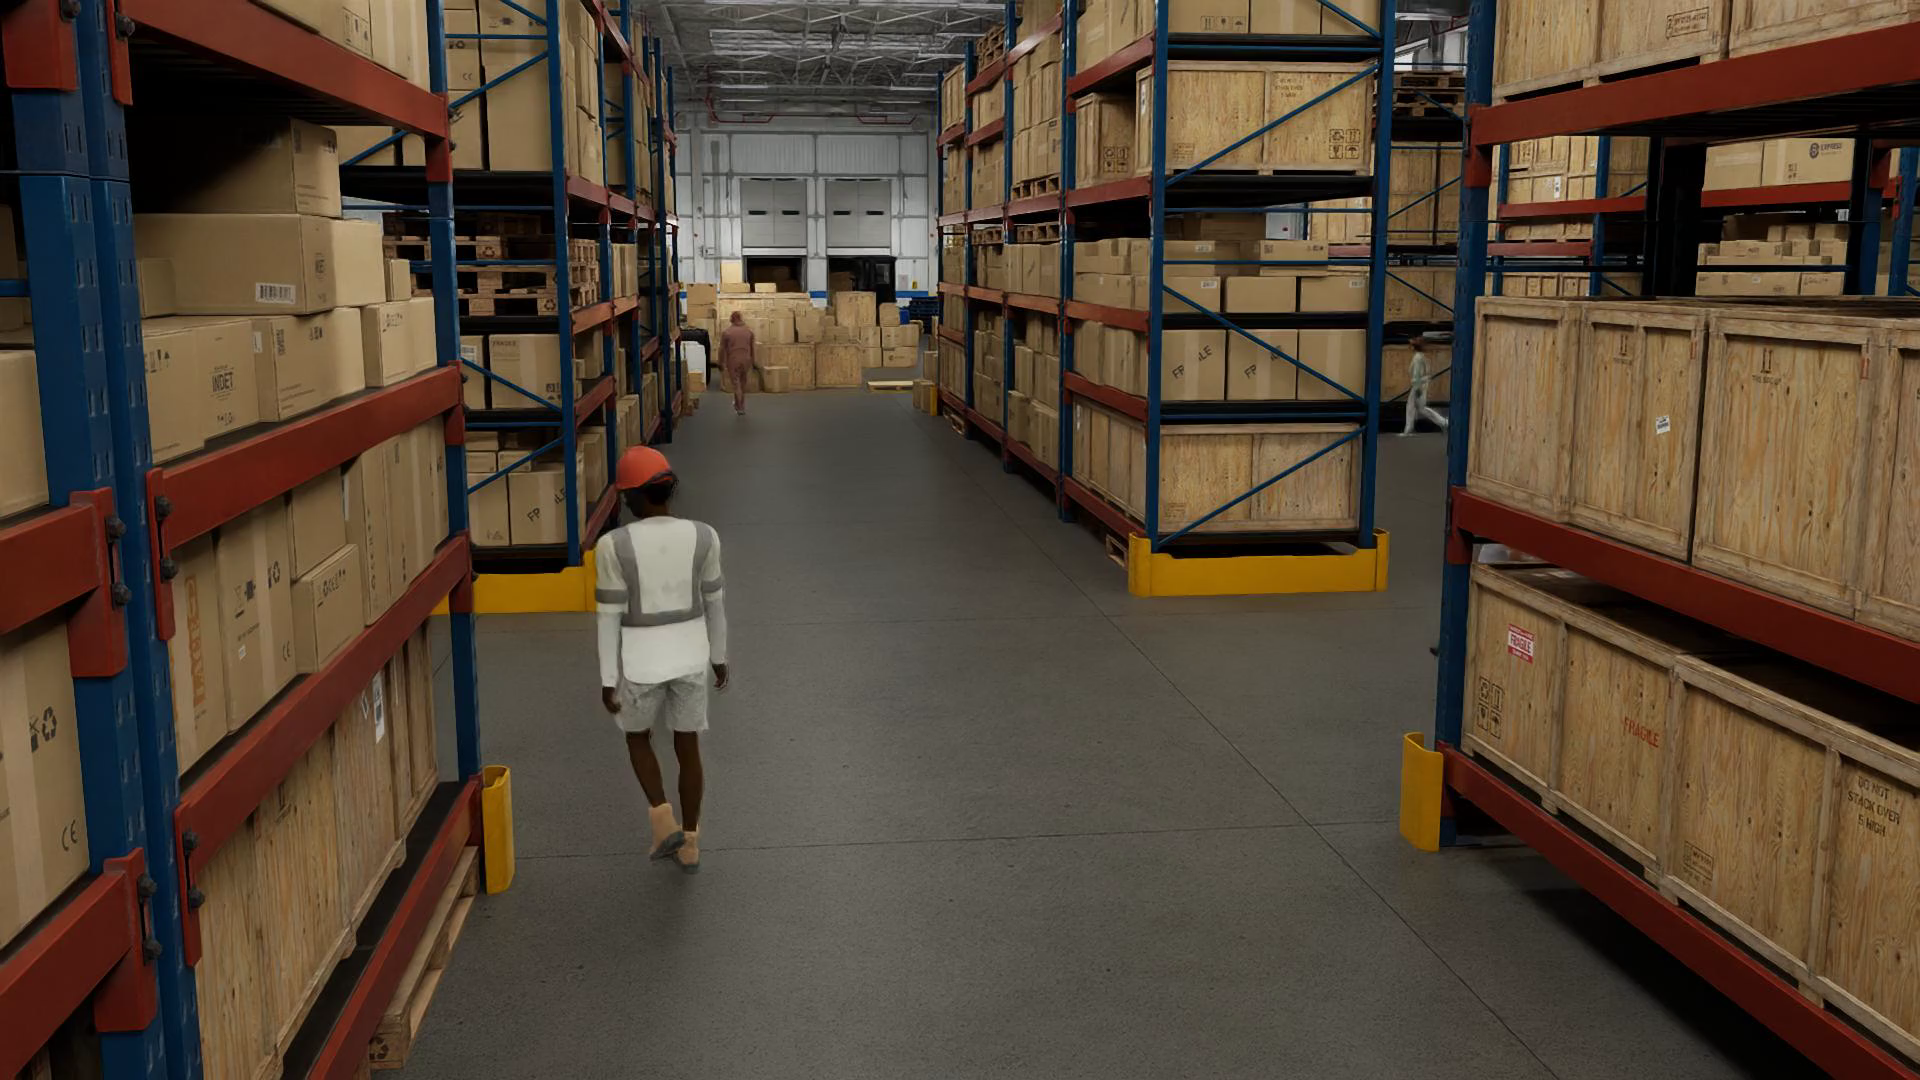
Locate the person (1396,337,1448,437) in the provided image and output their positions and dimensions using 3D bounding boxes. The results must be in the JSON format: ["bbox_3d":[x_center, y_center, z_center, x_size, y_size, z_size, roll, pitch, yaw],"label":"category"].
[{"bbox_3d":[7.341,-2.402,26.278,0.733,1.605,0.526,2,10,9],"label":"person"}]

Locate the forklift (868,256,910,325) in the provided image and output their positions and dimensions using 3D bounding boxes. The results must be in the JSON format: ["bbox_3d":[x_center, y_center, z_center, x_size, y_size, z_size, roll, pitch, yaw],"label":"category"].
[{"bbox_3d":[-2.538,-7.924,54.696,1.129,2.768,1.873,-6,12,-33],"label":"forklift"}]

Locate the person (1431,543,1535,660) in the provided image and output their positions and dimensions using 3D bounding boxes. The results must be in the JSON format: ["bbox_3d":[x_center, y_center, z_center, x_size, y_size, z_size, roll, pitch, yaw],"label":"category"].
[{"bbox_3d":[3.821,-0.001,11.722,0.979,1.790,0.589,-4,11,-23],"label":"person"}]

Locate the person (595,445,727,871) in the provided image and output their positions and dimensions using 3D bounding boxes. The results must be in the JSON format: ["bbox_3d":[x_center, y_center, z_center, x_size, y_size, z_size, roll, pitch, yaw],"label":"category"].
[{"bbox_3d":[-1.384,0.562,7.805,0.670,2.016,0.435,-4,11,-25],"label":"person"}]

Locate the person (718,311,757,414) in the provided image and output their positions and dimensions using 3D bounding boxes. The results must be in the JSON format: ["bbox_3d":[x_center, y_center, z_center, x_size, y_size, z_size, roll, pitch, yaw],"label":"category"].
[{"bbox_3d":[-4.104,-3.247,30.426,0.676,1.852,0.976,-5,11,-26],"label":"person"}]

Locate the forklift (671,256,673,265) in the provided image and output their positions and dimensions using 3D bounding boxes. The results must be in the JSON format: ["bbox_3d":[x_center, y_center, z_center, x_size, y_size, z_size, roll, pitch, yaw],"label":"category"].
[{"bbox_3d":[-10.987,-9.066,61.344,1.129,2.768,1.873,-1,10,-7],"label":"forklift"}]

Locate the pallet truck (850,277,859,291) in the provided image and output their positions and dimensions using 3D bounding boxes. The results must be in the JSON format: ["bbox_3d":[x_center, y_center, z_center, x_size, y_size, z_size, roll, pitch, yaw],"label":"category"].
[{"bbox_3d":[-3.782,-9.391,65.808,1.885,1.965,0.823,2,10,10],"label":"pallet truck"}]

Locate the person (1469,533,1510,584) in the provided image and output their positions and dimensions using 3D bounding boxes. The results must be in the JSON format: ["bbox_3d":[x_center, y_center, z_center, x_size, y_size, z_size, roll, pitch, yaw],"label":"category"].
[{"bbox_3d":[4.665,-0.551,14.648,0.450,1.898,0.696,2,10,9],"label":"person"}]
